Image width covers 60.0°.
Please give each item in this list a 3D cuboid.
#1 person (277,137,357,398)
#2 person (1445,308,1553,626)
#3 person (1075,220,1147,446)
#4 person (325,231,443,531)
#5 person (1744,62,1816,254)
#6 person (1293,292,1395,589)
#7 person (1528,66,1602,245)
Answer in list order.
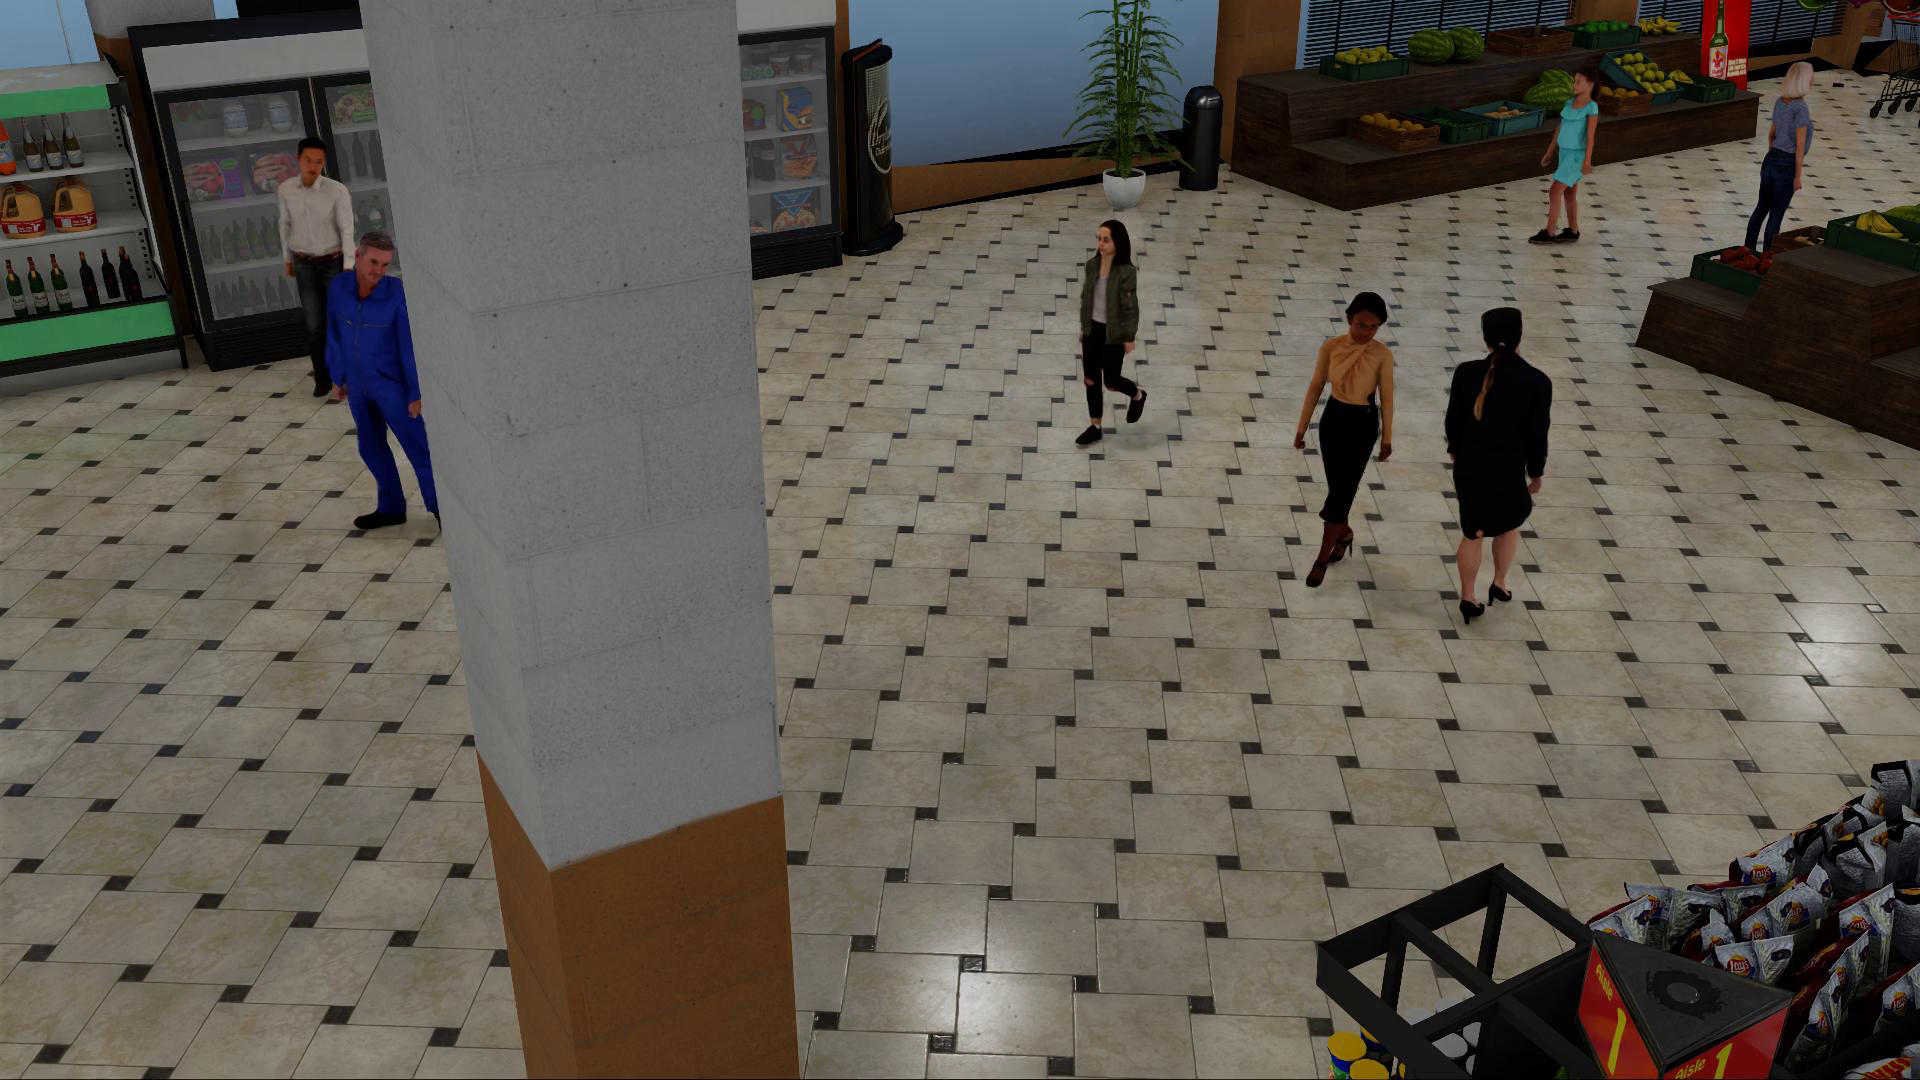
[{"bbox_3d":[-4.395,-1.895,11.451,0.947,1.768,0.955,2,27,4],"label":"person"},{"bbox_3d":[2.672,-0.323,8.477,0.840,1.655,0.846,20,33,34],"label":"person"},{"bbox_3d":[0.980,-1.336,10.686,0.715,1.462,0.878,24,35,39],"label":"person"},{"bbox_3d":[-3.312,-0.889,9.433,0.875,1.799,0.909,17,31,30],"label":"person"},{"bbox_3d":[6.875,-3.124,13.925,0.629,1.722,0.651,-4,27,-8],"label":"person"},{"bbox_3d":[2.143,-0.574,8.999,0.801,1.629,0.913,22,34,36],"label":"person"},{"bbox_3d":[5.439,-3.366,14.603,0.846,1.540,0.699,-5,27,-10],"label":"person"}]
